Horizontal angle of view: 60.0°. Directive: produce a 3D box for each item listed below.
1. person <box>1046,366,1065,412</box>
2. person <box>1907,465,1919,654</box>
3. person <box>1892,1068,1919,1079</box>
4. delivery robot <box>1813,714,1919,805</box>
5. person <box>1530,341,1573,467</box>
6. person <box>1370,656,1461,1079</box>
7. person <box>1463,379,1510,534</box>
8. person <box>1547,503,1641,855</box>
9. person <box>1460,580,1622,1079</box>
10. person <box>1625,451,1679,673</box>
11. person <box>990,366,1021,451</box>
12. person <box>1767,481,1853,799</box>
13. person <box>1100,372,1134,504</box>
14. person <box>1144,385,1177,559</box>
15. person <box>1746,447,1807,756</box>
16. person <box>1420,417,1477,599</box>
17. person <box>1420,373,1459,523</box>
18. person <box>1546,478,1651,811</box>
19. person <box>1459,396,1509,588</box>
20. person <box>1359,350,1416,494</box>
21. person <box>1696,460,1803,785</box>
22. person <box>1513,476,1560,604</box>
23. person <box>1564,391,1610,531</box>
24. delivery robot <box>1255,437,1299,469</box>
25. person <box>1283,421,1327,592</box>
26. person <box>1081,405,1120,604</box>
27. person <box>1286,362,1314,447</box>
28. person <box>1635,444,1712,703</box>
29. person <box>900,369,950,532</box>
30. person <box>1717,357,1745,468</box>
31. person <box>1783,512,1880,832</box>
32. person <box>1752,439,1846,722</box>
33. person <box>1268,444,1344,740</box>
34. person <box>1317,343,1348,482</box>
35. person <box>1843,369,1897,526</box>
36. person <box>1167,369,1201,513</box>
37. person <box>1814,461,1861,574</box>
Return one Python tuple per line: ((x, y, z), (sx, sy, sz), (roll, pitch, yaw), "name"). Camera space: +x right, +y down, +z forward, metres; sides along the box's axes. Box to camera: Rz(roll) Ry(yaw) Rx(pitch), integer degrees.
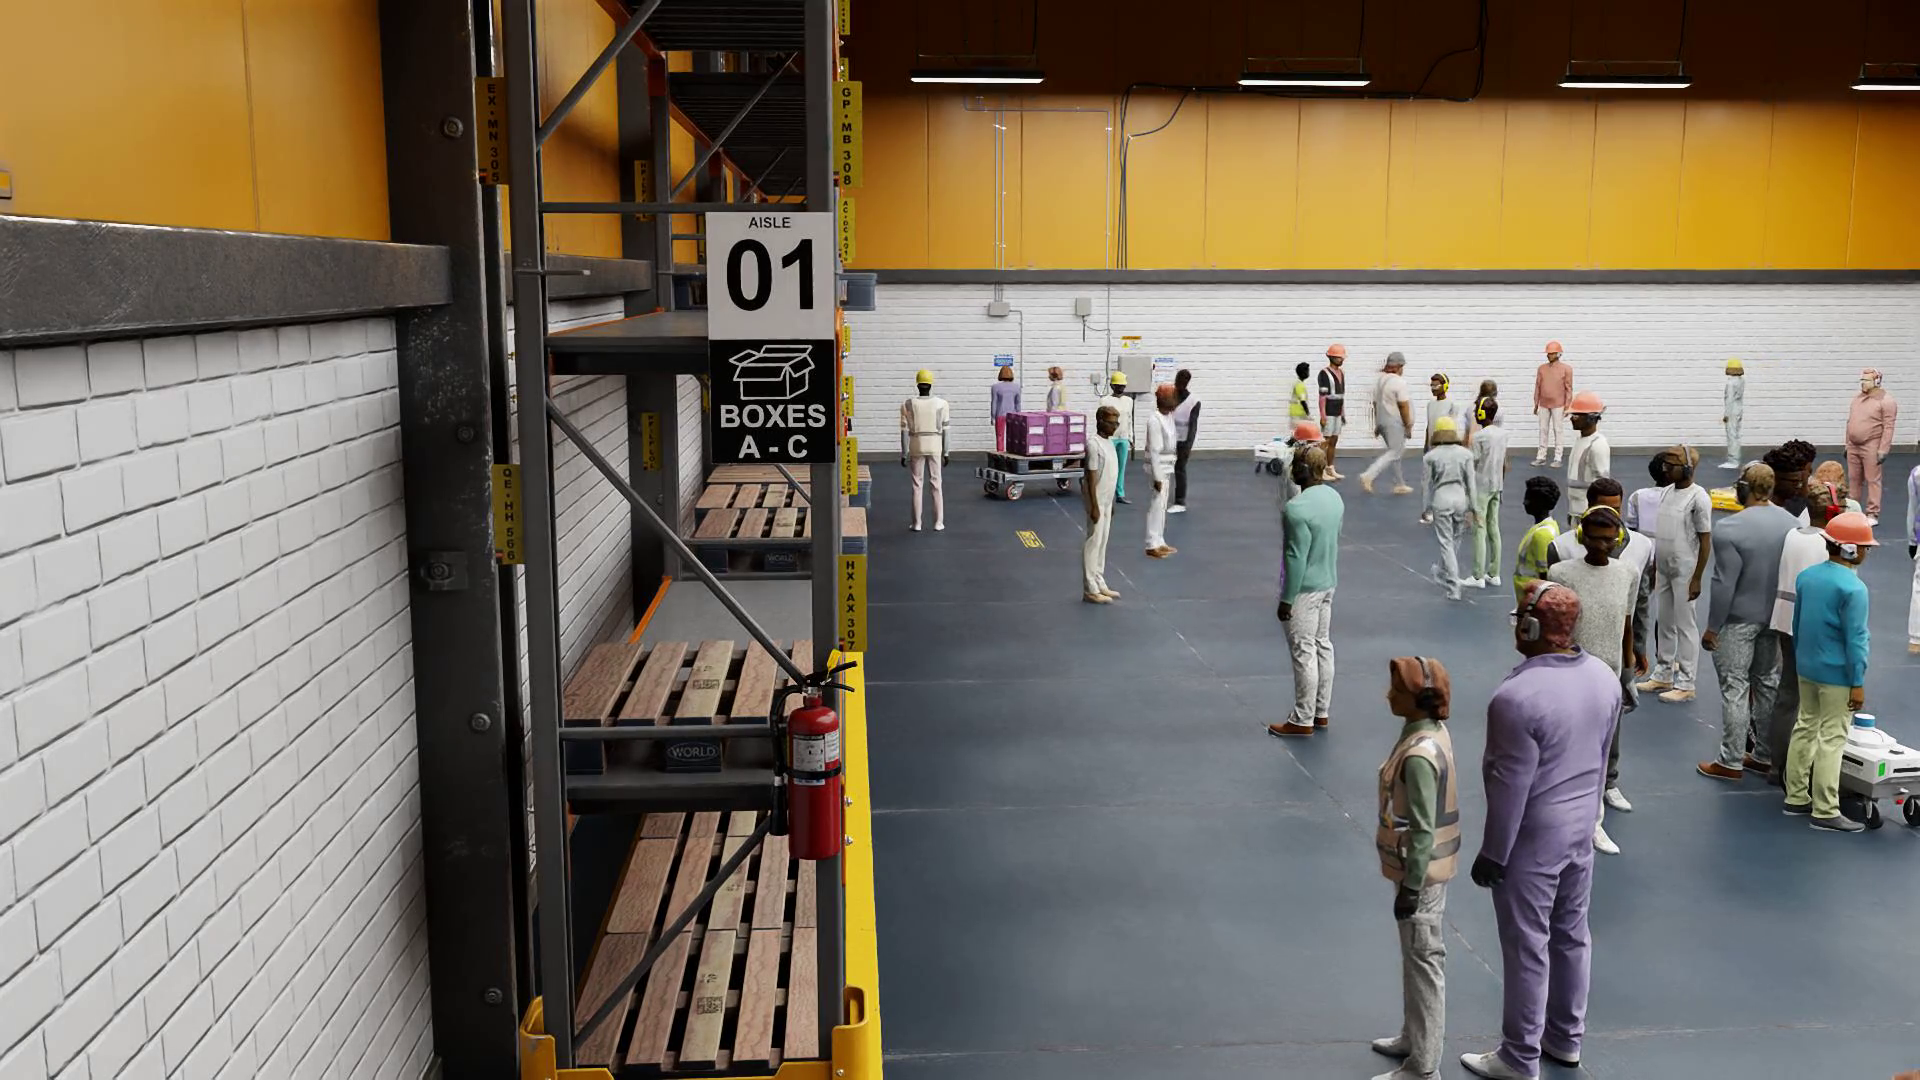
((1.468, -1.879, 25.810), (0.340, 1.633, 0.520), (2, 9, 11), "person")
((7.828, 0.032, 13.178), (0.429, 1.836, 0.623), (-6, 11, -34), "person")
((1.860, 1.743, 3.161), (0.872, 1.584, 0.550), (5, 10, 30), "person")
((5.084, 1.226, 9.378), (0.477, 0.478, 0.707), (-2, 9, -11), "delivery robot")
((9.367, -2.146, 26.332), (0.388, 1.992, 0.625), (-8, 12, -41), "person")
((1.700, 1.236, 6.208), (0.315, 1.640, 0.515), (3, 10, 18), "person")
((6.138, -0.962, 19.417), (0.386, 1.832, 0.536), (-6, 11, -33), "person")
((3.293, 0.730, 8.691), (0.531, 1.863, 0.323), (-1, 9, -4), "person")
((2.162, 1.095, 6.259), (0.636, 1.911, 0.406), (-6, 11, -34), "person")
((5.350, 0.165, 12.744), (0.317, 1.698, 0.540), (-5, 11, -31), "person")
((0.717, -1.911, 26.021), (0.493, 1.624, 0.280), (-3, 10, -19), "person")
((4.956, 0.576, 9.703), (0.388, 1.847, 0.563), (-2, 9, -10), "person")
((2.073, -1.337, 21.975), (0.522, 1.769, 0.311), (-5, 10, -30), "person")
((2.173, -0.735, 17.914), (0.349, 1.872, 0.689), (4, 10, 24), "person")
((5.101, 0.387, 10.520), (0.362, 1.962, 0.613), (6, 11, 32), "person")
((4.618, -0.328, 15.856), (0.505, 1.678, 0.949), (-1, 9, -5), "person")
((5.834, -1.093, 20.166), (0.328, 1.859, 0.515), (-5, 10, -30), "person")
((3.599, 0.587, 9.451), (0.590, 1.910, 0.387), (0, 9, -3), "person")
((5.109, -0.465, 16.200), (0.505, 1.864, 0.332), (-6, 11, -33), "person")
((5.906, -1.627, 22.930), (0.851, 2.000, 0.683), (-2, 9, -12), "person")
((4.715, 0.492, 9.945), (0.635, 1.937, 0.354), (-3, 10, -20), "person")
((3.883, 0.413, 11.198), (0.316, 1.695, 0.542), (3, 9, 17), "person")
((5.354, -0.254, 14.300), (0.392, 2.045, 0.608), (1, 9, 4), "person")
((4.845, -1.329, 25.420), (0.477, 0.478, 0.707), (-5, 10, -31), "delivery robot")
((3.135, -0.210, 14.983), (0.466, 1.732, 0.586), (5, 10, 28), "person")
((1.314, -0.334, 15.448), (0.348, 1.838, 0.505), (4, 10, 24), "person")
((5.379, -1.966, 26.213), (0.681, 1.666, 0.548), (2, 9, 12), "person")
((5.103, 0.235, 11.849), (0.331, 1.844, 0.521), (-2, 9, -12), "person")
((-0.415, -1.056, 19.700), (0.585, 1.928, 0.368), (-1, 9, -6), "person")
((12.171, -2.003, 26.227), (0.492, 1.742, 0.319), (-8, 12, -43), "person")
((4.814, 0.711, 9.152), (0.342, 1.749, 0.573), (-1, 9, -4), "person")
((5.492, 0.308, 11.011), (0.617, 1.964, 0.361), (8, 12, 40), "person")
((2.277, 0.337, 10.924), (0.368, 1.939, 0.633), (7, 11, 36), "person")
((5.512, -1.884, 24.539), (0.384, 2.044, 0.605), (9, 13, 43), "person")
((10.964, -1.116, 20.146), (0.409, 1.908, 0.639), (-3, 9, -17), "person")
((2.688, -1.223, 20.970), (0.679, 1.852, 0.900), (5, 10, 29), "person")
((6.562, 0.210, 12.669), (0.503, 1.632, 0.271), (7, 11, 38), "person")
